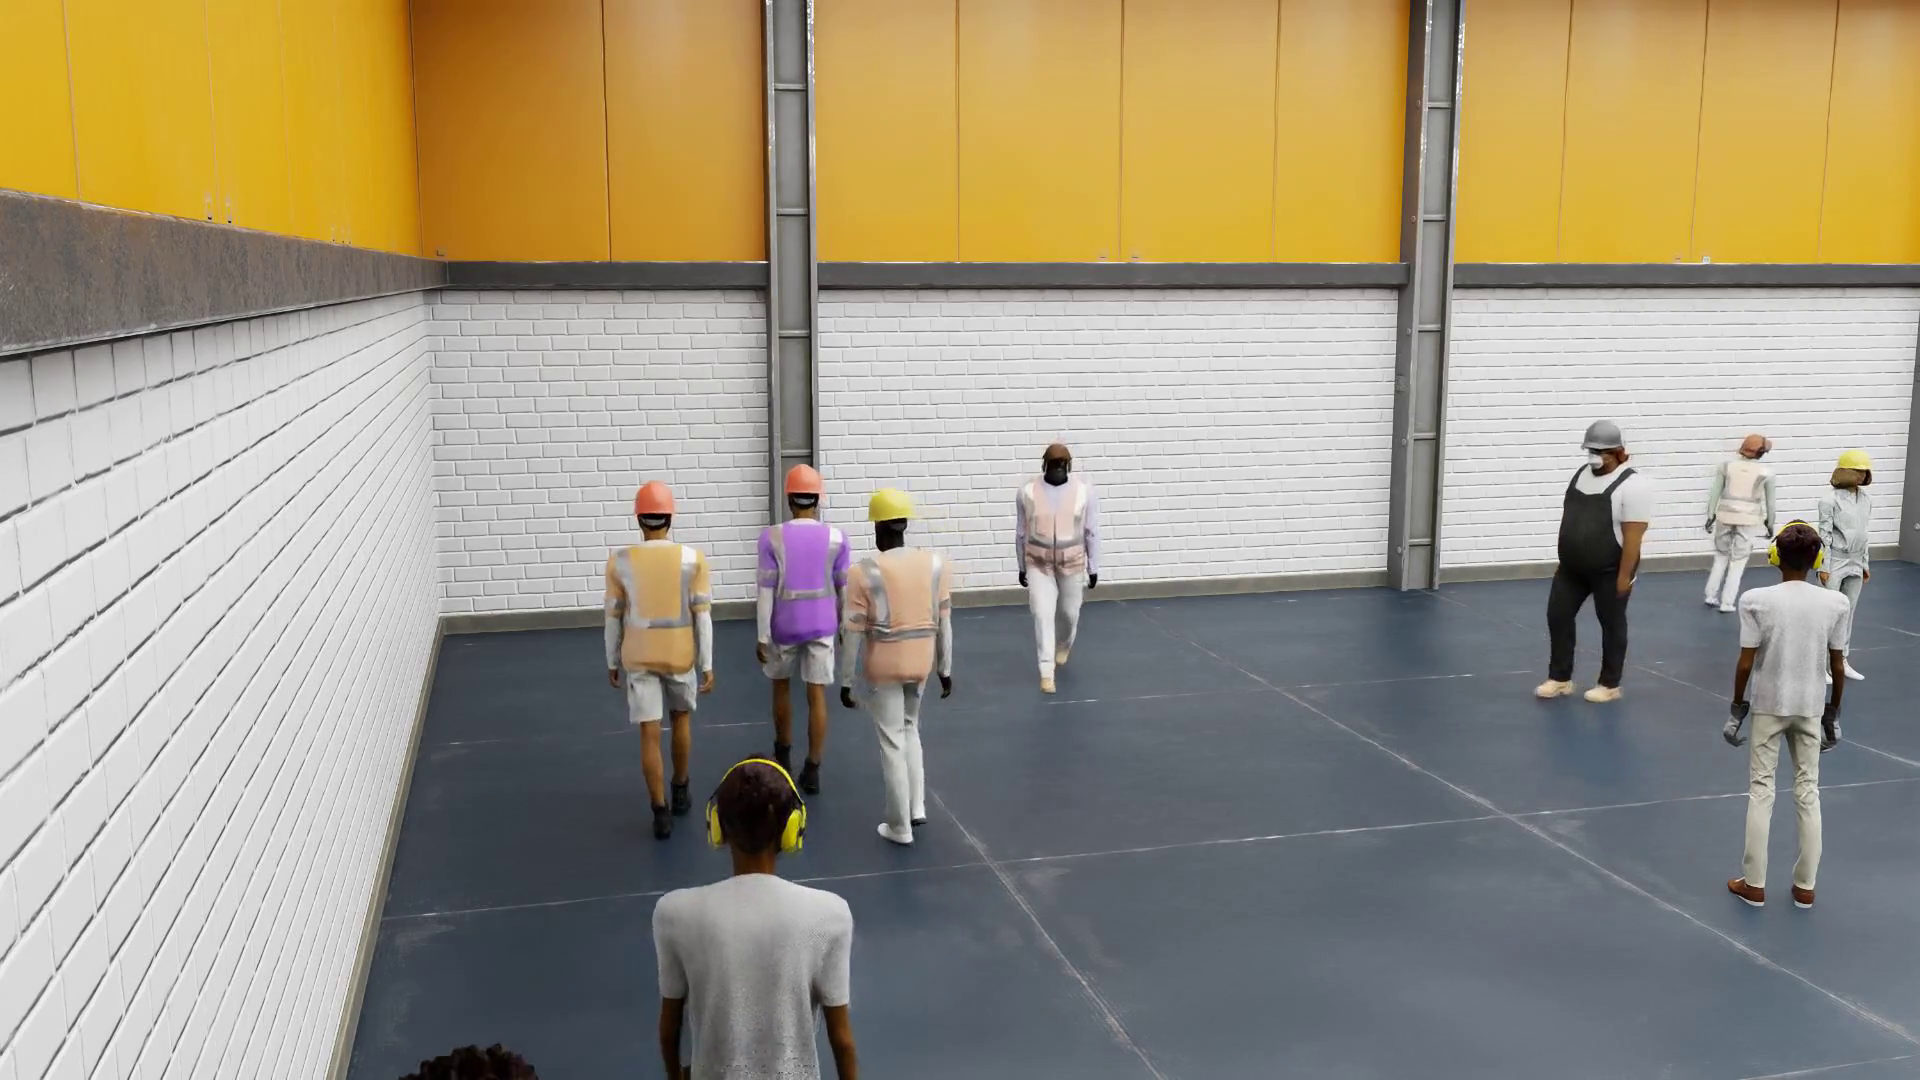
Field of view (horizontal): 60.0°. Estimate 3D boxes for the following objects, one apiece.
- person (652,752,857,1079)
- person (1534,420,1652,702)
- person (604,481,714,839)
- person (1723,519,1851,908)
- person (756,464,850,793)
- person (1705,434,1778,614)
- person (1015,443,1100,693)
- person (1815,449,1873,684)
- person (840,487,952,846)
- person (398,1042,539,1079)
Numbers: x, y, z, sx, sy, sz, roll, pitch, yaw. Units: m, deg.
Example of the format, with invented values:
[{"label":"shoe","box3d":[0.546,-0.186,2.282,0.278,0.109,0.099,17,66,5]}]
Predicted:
[{"label":"person","box3d":[-0.511,1.453,4.189,0.488,1.844,0.466,-2,9,-11]},{"label":"person","box3d":[4.411,0.154,11.662,0.735,2.000,0.714,-5,10,-28]},{"label":"person","box3d":[-1.652,0.622,9.130,0.578,1.908,0.808,-2,9,-10]},{"label":"person","box3d":[3.942,0.834,7.963,0.517,1.868,0.328,2,9,11]},{"label":"person","box3d":[-0.941,0.501,9.890,0.585,1.910,0.770,-2,9,-14]},{"label":"person","box3d":[6.966,-0.144,14.843,0.542,1.603,0.467,8,12,39]},{"label":"person","box3d":[0.721,0.166,12.329,0.624,1.814,0.840,0,9,3]},{"label":"person","box3d":[6.564,0.191,12.350,0.487,1.746,0.289,-4,10,-23]},{"label":"person","box3d":[-0.356,0.670,8.832,0.622,1.910,0.458,-6,11,-31]},{"label":"person","box3d":[-0.715,1.668,2.515,0.650,1.935,0.779,-3,9,-16]}]
